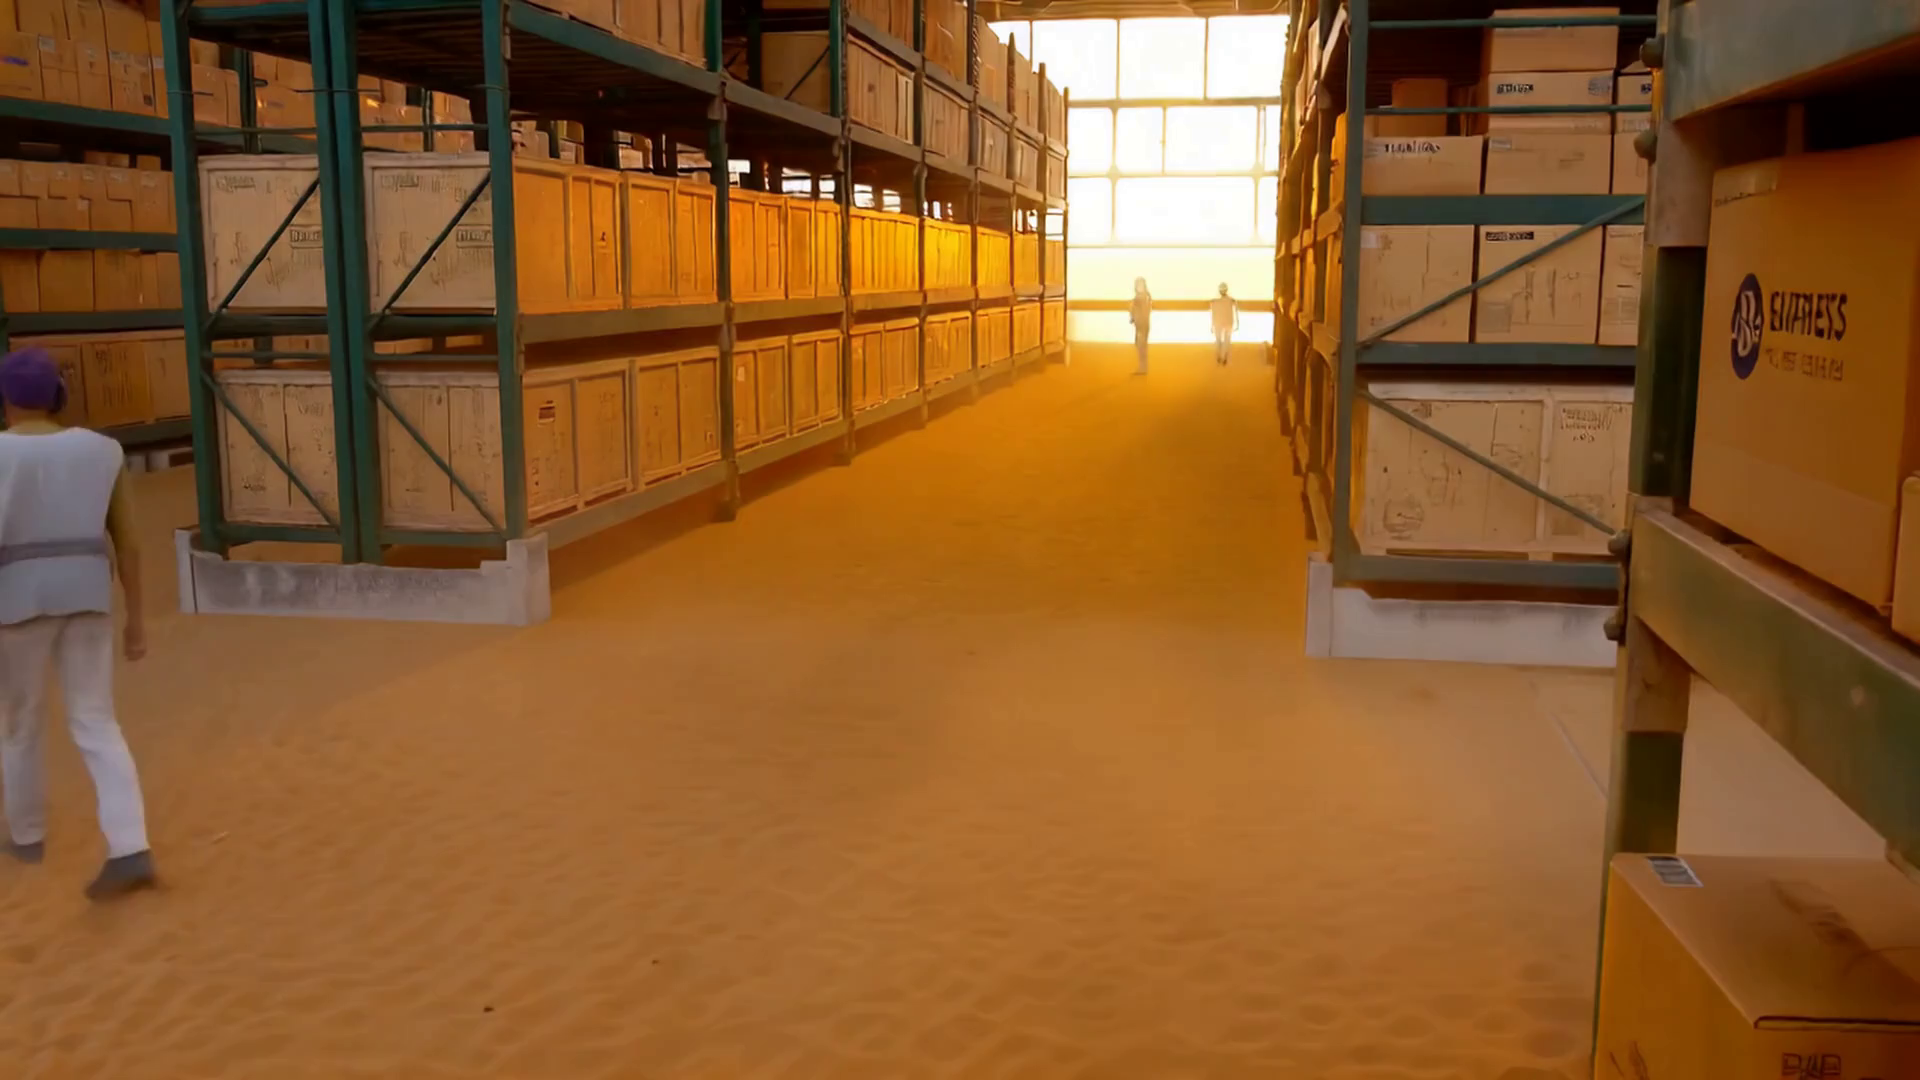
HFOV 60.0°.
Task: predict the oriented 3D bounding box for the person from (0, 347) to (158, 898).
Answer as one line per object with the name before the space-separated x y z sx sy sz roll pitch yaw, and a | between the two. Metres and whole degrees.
person | -2.983 0.265 5.464 0.629 1.786 0.974 -9 13 -43

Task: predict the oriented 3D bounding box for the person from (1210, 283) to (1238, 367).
person | 5.671 -4.621 35.745 0.586 1.790 0.928 3 10 20

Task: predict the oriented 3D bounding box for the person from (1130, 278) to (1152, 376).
person | 3.534 -4.172 32.584 0.410 1.909 0.643 3 9 15
